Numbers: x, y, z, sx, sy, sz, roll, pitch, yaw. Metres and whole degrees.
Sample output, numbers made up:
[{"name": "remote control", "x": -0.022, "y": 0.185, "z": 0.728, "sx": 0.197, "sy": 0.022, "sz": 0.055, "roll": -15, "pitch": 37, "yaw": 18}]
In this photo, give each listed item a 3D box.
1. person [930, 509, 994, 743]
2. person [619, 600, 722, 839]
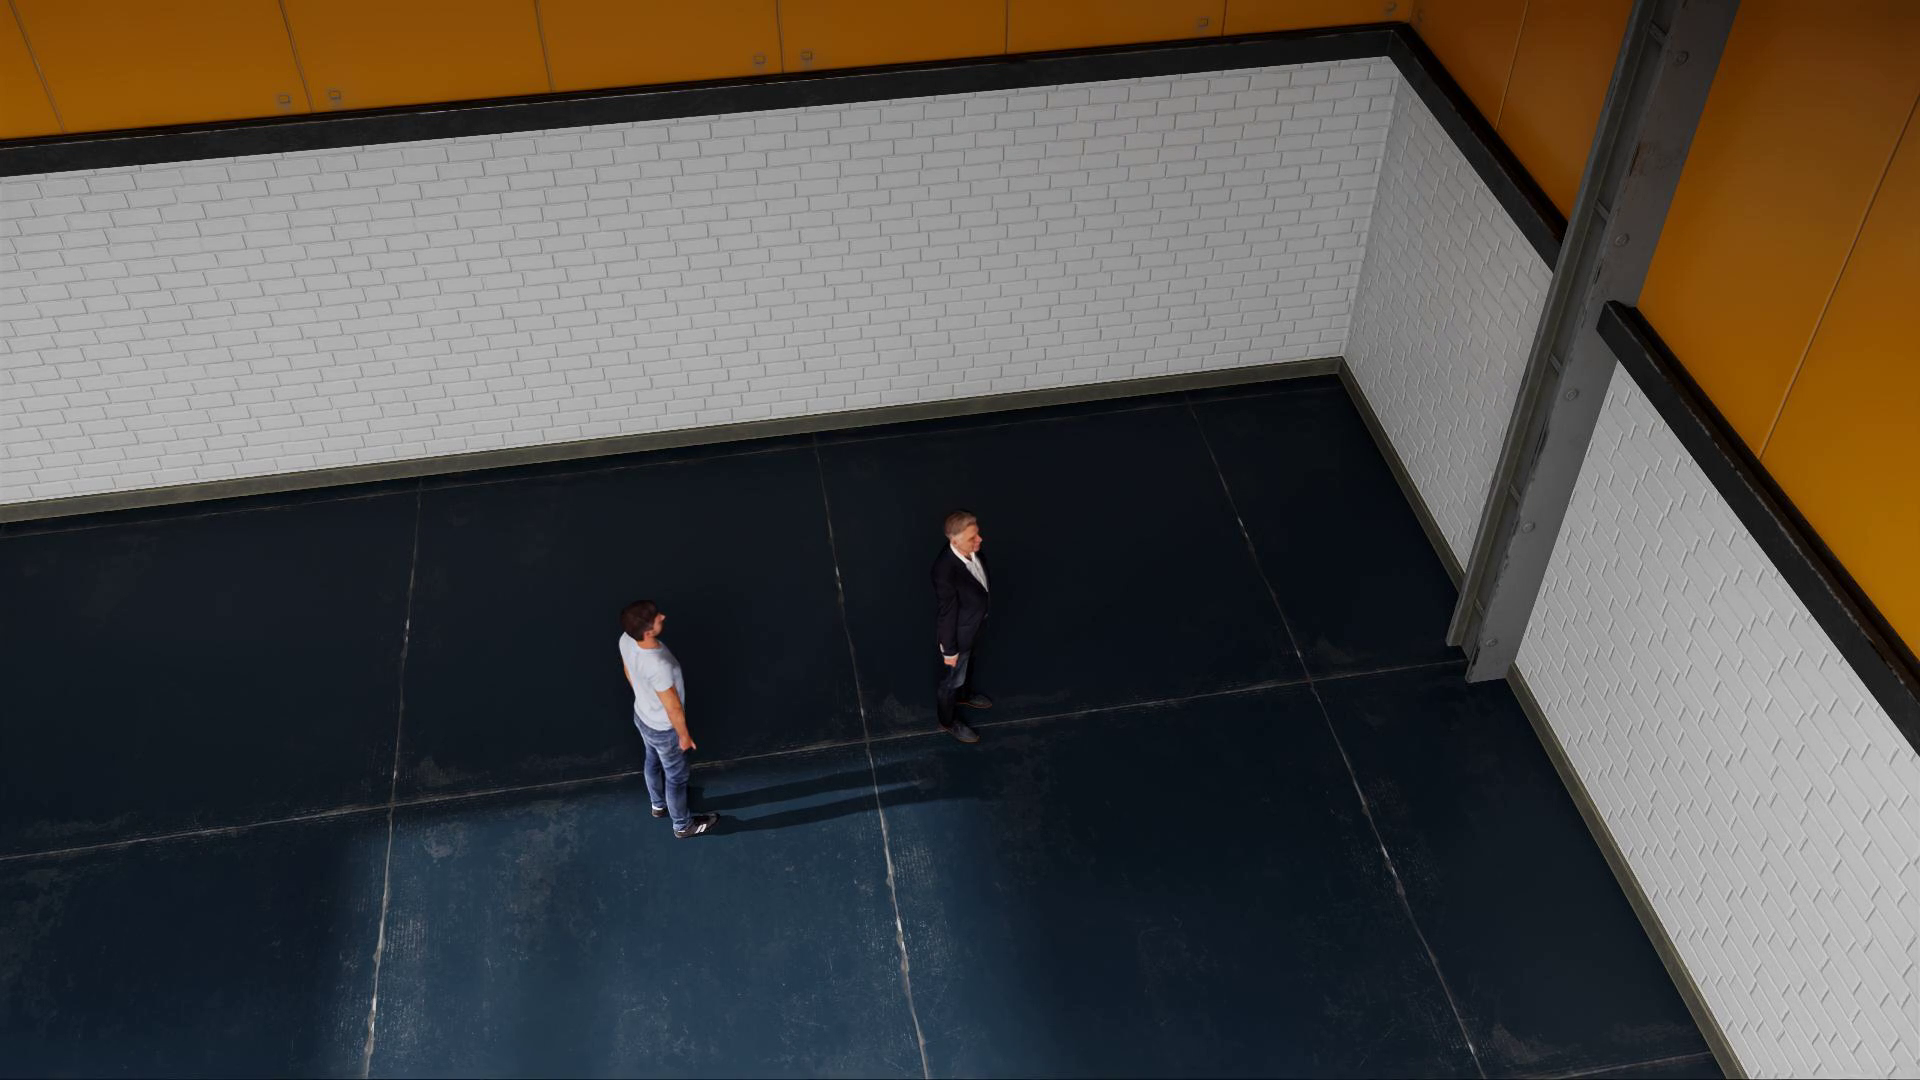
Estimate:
[{"name": "person", "x": 0.008, "y": 0.491, "z": 10.319, "sx": 0.842, "sy": 1.815, "sz": 0.715, "roll": 15, "pitch": 46, "yaw": 15}, {"name": "person", "x": -1.755, "y": 1.041, "z": 9.704, "sx": 0.776, "sy": 1.865, "sz": 0.654, "roll": -29, "pitch": 51, "yaw": -27}]
